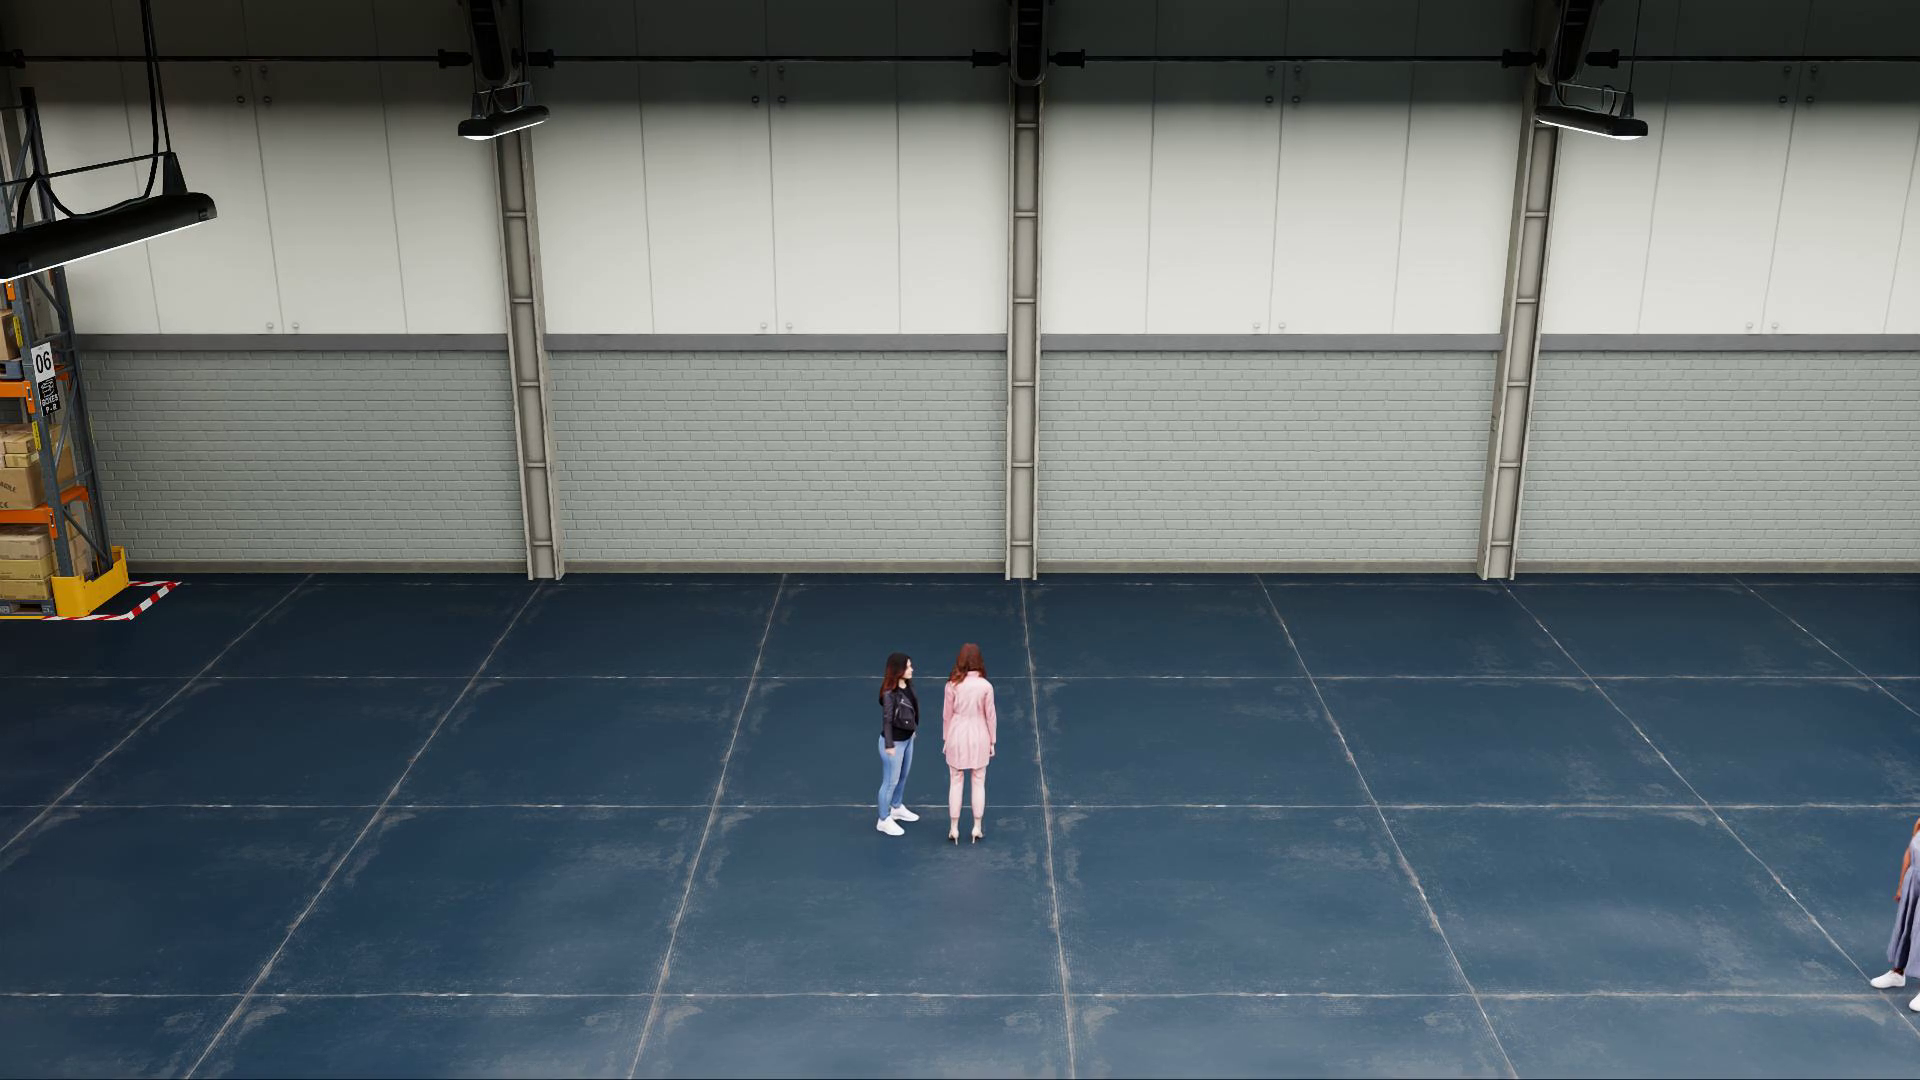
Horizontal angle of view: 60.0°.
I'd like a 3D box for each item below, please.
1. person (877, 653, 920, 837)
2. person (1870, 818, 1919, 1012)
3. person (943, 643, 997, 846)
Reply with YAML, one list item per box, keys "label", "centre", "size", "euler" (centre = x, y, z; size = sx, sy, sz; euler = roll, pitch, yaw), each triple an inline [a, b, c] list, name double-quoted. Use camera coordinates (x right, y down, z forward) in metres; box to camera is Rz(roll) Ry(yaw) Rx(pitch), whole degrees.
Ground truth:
- label: "person"
  centre: [-0.546, 1.746, 14.428]
  size: [0.696, 1.628, 0.709]
  euler: [8, 20, 23]
- label: "person"
  centre: [6.932, 2.535, 11.897]
  size: [0.628, 1.697, 0.647]
  euler: [-7, 19, -21]
- label: "person"
  centre: [0.066, 1.742, 14.164]
  size: [0.448, 1.800, 0.665]
  euler: [0, 18, 1]
